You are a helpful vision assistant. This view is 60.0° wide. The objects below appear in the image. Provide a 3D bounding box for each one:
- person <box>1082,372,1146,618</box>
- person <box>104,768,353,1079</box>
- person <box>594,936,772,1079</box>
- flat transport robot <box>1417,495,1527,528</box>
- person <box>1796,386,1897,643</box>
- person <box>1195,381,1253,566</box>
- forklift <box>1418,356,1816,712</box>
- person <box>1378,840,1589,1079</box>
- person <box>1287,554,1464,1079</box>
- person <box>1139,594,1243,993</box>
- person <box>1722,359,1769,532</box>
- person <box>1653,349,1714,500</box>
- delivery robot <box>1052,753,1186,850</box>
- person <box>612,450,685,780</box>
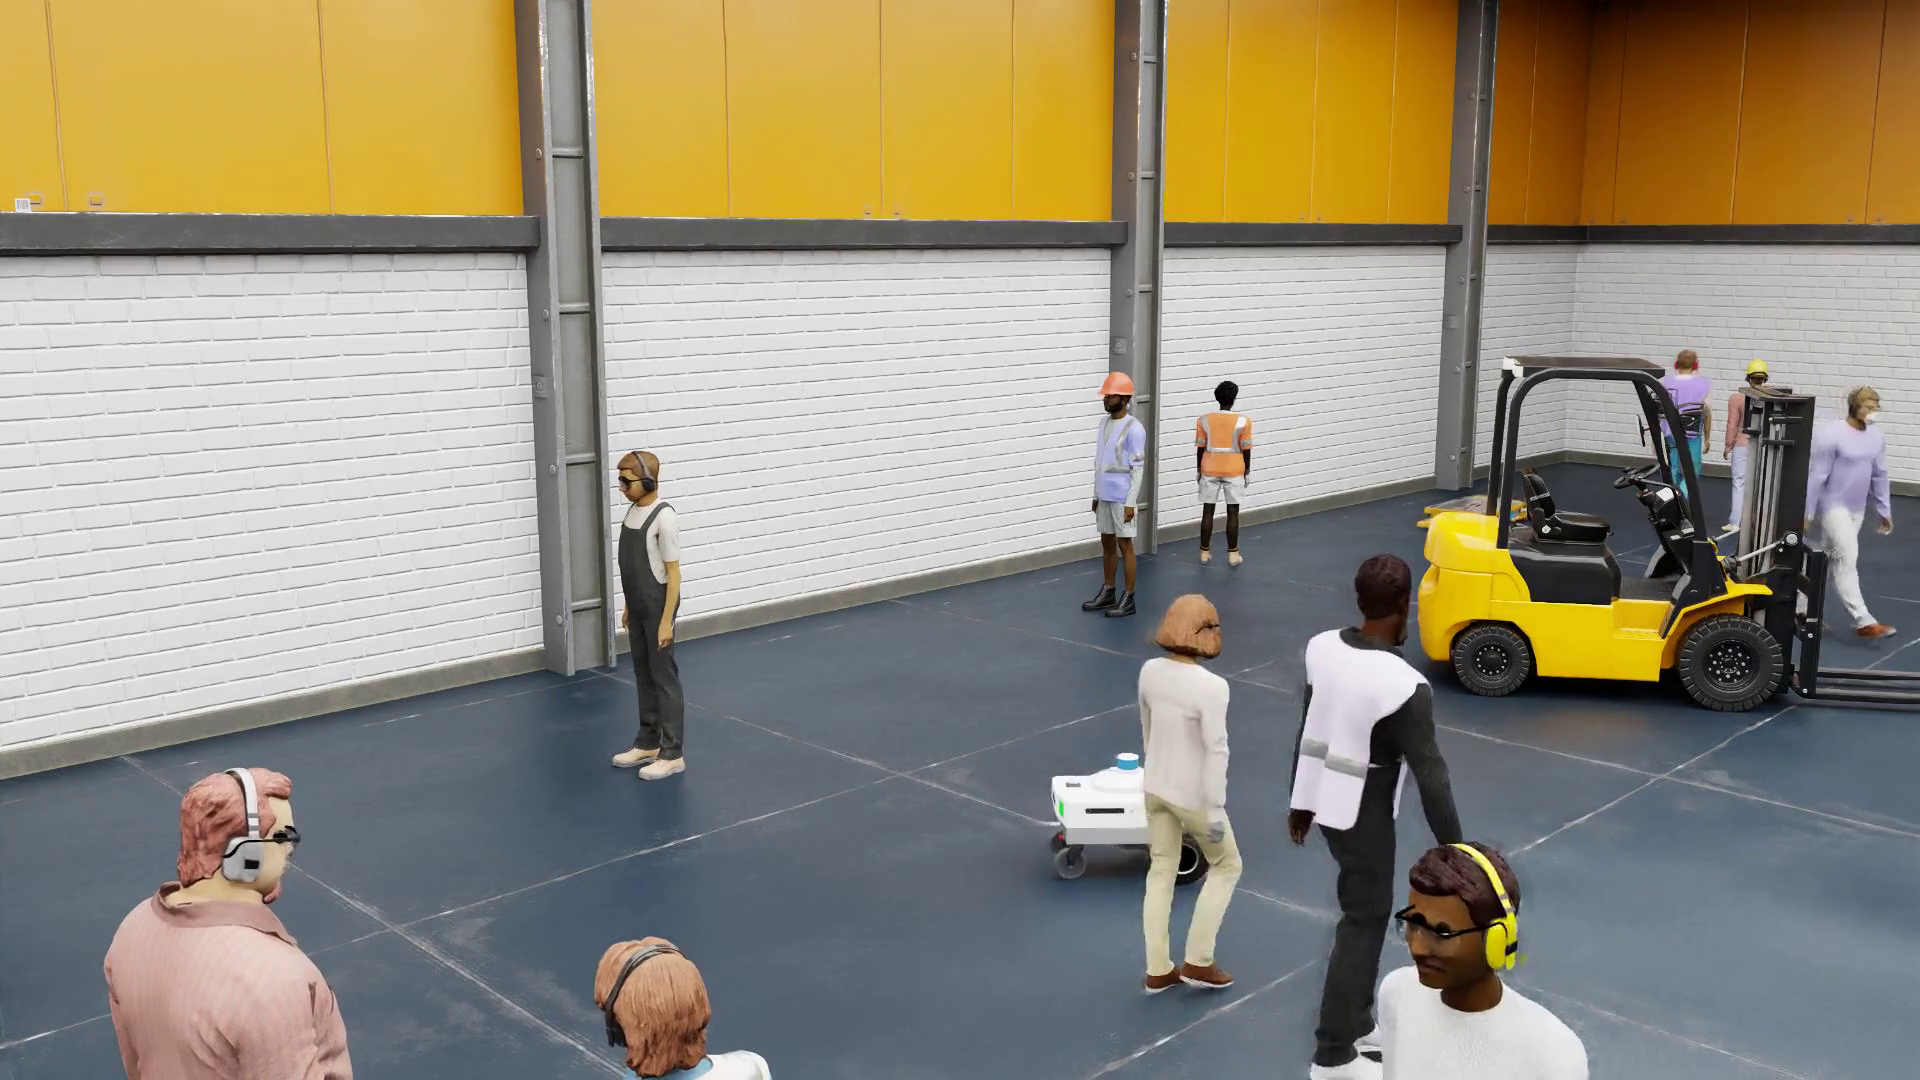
[{"bbox_3d":[1.227,-0.361,13.180,0.347,1.943,0.545,-6,12,-31],"label":"person"},{"bbox_3d":[-1.512,1.417,3.603,0.639,1.902,0.407,8,13,36],"label":"person"},{"bbox_3d":[-0.586,1.591,3.362,0.512,1.641,0.307,-9,14,-41],"label":"person"},{"bbox_3d":[5.366,-0.276,17.278,0.652,0.197,1.431,9,13,40],"label":"flat transport robot"},{"bbox_3d":[6.678,-0.188,12.349,0.645,1.889,1.014,-5,11,-25],"label":"person"},{"bbox_3d":[2.410,-0.609,15.222,0.535,1.691,0.318,4,11,20],"label":"person"},{"bbox_3d":[4.276,-0.101,11.076,2.313,2.155,1.214,2,11,13],"label":"forklift"},{"bbox_3d":[1.048,1.485,3.371,0.633,1.850,0.535,-7,12,-33],"label":"person"},{"bbox_3d":[1.470,0.994,5.882,0.558,1.900,0.615,-3,11,-17],"label":"person"},{"bbox_3d":[0.931,1.004,6.601,0.462,1.614,0.518,-7,13,-35],"label":"person"},{"bbox_3d":[7.999,-0.940,16.822,0.529,1.768,0.312,1,10,5],"label":"person"},{"bbox_3d":[7.555,-1.082,17.423,0.572,1.826,0.441,7,12,33],"label":"person"},{"bbox_3d":[0.791,1.256,7.892,0.707,0.478,0.477,0,10,-1],"label":"delivery robot"},{"bbox_3d":[-1.735,0.409,9.266,0.345,1.840,0.504,-8,13,-38],"label":"person"}]
